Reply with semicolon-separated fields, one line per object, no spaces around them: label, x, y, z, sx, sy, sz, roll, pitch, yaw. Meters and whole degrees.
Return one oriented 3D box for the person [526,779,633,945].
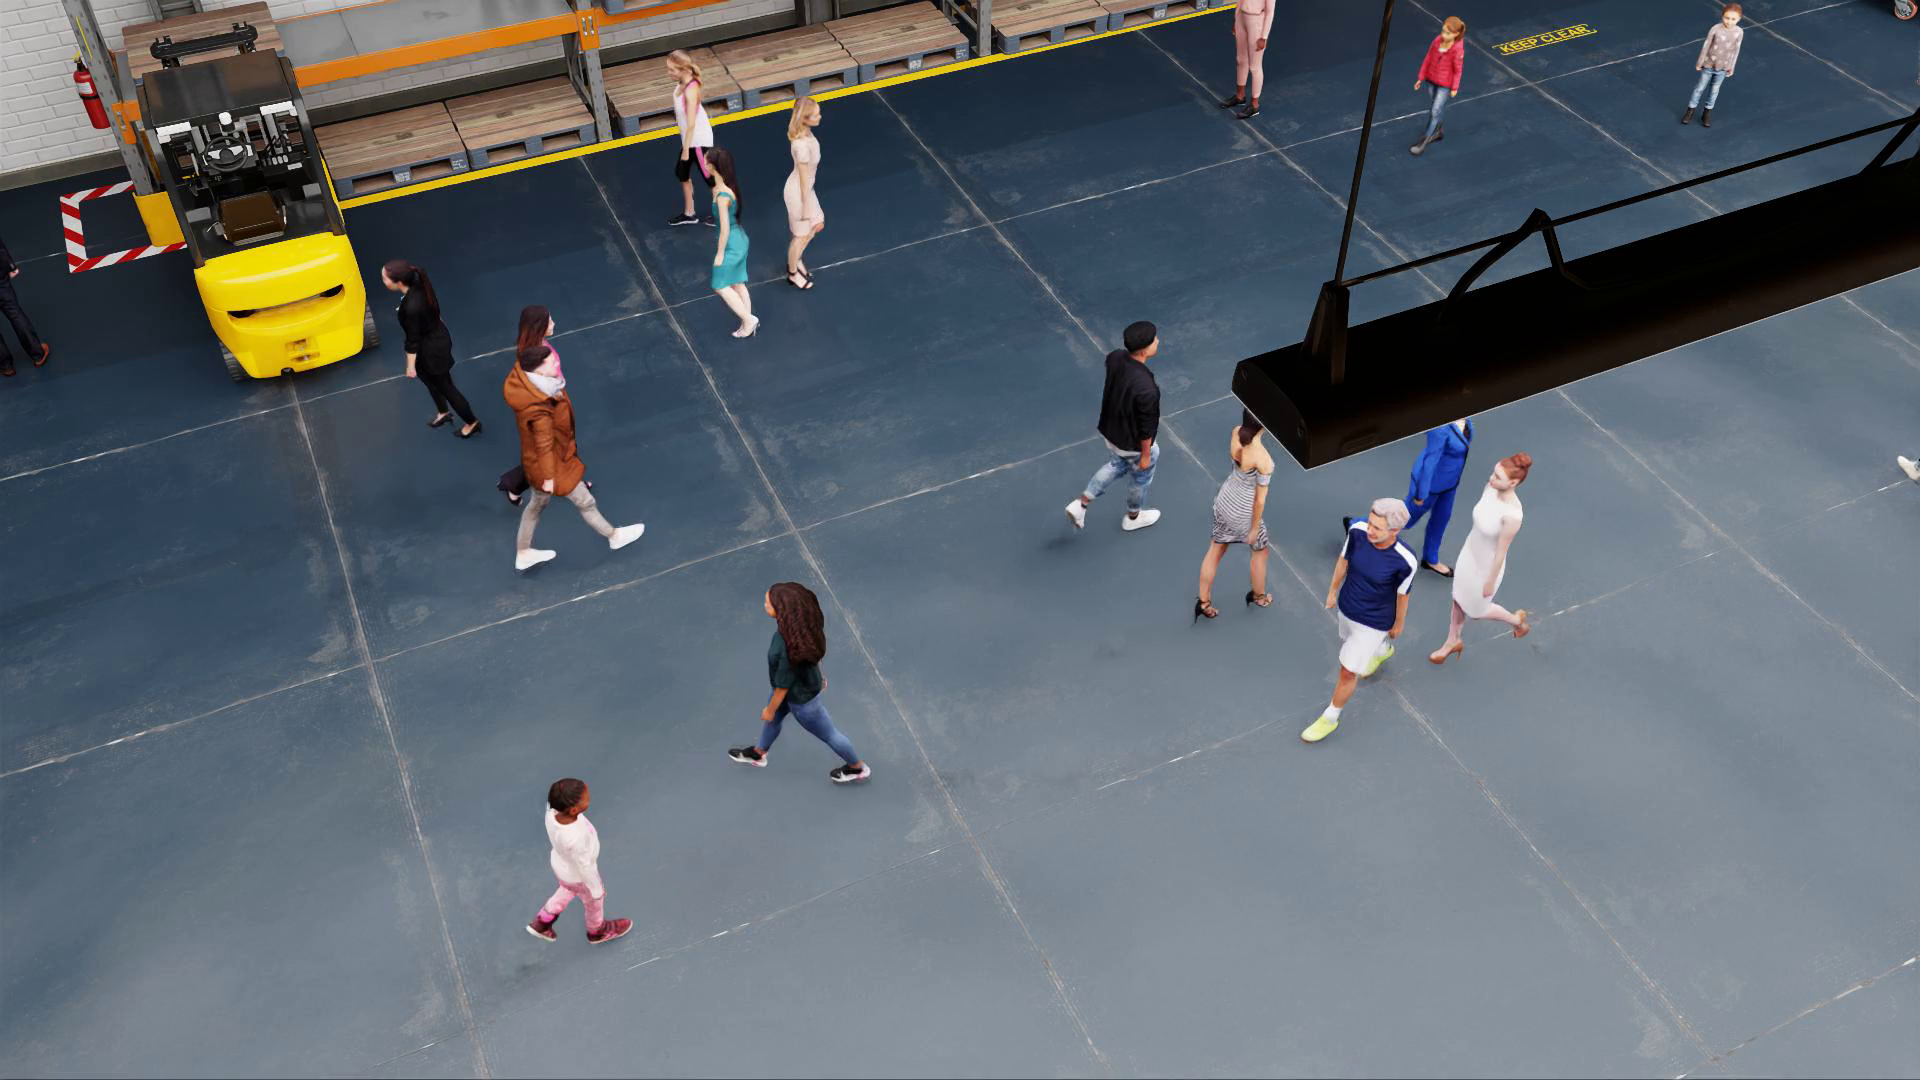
person;-2.123;1.763;8.936;0.798;1.443;0.625;-27;50;-25

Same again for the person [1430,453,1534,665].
person;3.360;0.157;10.379;0.940;1.777;0.711;-7;44;-7

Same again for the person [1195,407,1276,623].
person;1.699;-0.136;10.670;0.799;1.801;0.595;-19;47;-19

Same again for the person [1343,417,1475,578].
person;3.045;-0.431;11.069;1.077;1.677;1.088;20;47;20

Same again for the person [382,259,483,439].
person;-3.735;-1.349;12.062;0.803;1.636;0.750;1;44;1

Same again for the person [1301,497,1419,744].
person;2.523;0.392;10.116;1.250;1.801;0.861;-29;51;-27

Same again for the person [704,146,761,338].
person;-1.723;-2.297;13.026;0.717;1.680;0.686;-3;44;-3

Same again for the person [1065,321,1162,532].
person;1.076;-0.718;11.289;0.957;1.789;0.717;-20;47;-19

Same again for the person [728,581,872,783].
person;-0.851;0.902;9.750;1.182;1.567;0.916;2;44;2

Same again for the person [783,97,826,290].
person;-1.357;-2.779;13.441;0.755;1.805;0.709;-1;44;-2

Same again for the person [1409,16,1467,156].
person;4.475;-4.234;15.339;0.815;1.294;0.590;-25;49;-24

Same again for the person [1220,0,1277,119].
person;2.754;-4.817;15.642;0.543;1.720;0.638;-22;48;-21

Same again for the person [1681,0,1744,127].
person;7.138;-4.497;15.687;0.556;1.194;0.618;14;45;14

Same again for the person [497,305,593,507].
person;-2.943;-0.885;11.575;0.938;1.636;0.754;-3;44;-3

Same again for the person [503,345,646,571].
person;-2.805;-0.487;11.051;1.156;1.784;0.765;-22;48;-22

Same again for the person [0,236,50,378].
person;-7.489;-2.041;12.670;0.547;1.801;0.749;-22;48;-22

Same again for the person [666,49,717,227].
person;-2.126;-3.373;14.102;0.879;1.755;0.753;-5;44;-5
